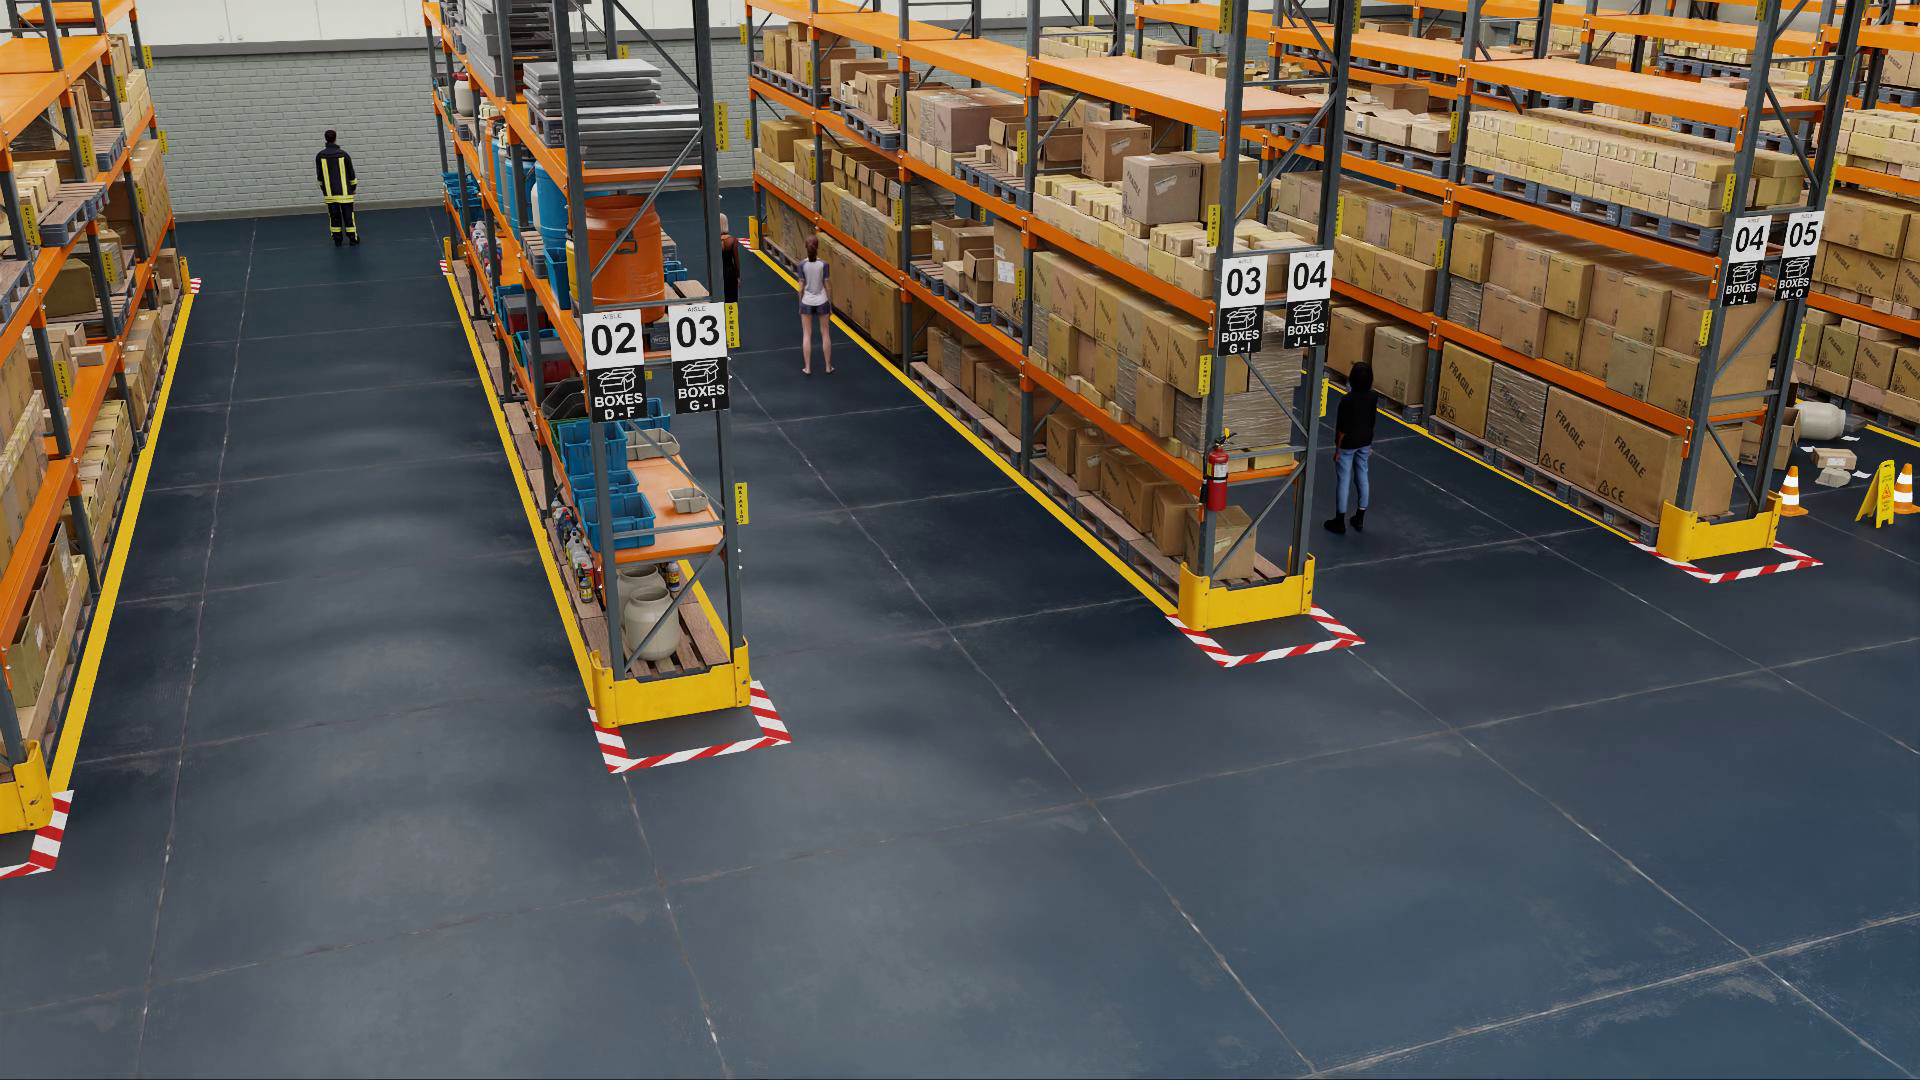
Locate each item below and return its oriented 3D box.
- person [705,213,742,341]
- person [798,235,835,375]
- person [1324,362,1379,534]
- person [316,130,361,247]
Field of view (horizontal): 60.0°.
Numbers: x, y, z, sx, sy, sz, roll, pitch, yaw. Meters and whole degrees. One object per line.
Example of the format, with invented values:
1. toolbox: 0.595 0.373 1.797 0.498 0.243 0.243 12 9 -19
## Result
1. person: -3.176 -3.506 22.315 0.643 1.746 0.576 -3 22 -8
2. person: -1.831 -2.970 20.975 0.634 1.768 0.641 -2 22 -5
3. person: 3.789 -0.895 15.988 0.555 1.702 0.525 -8 24 -19
4. person: -10.484 -5.937 28.017 0.812 1.928 0.711 -4 23 -10
